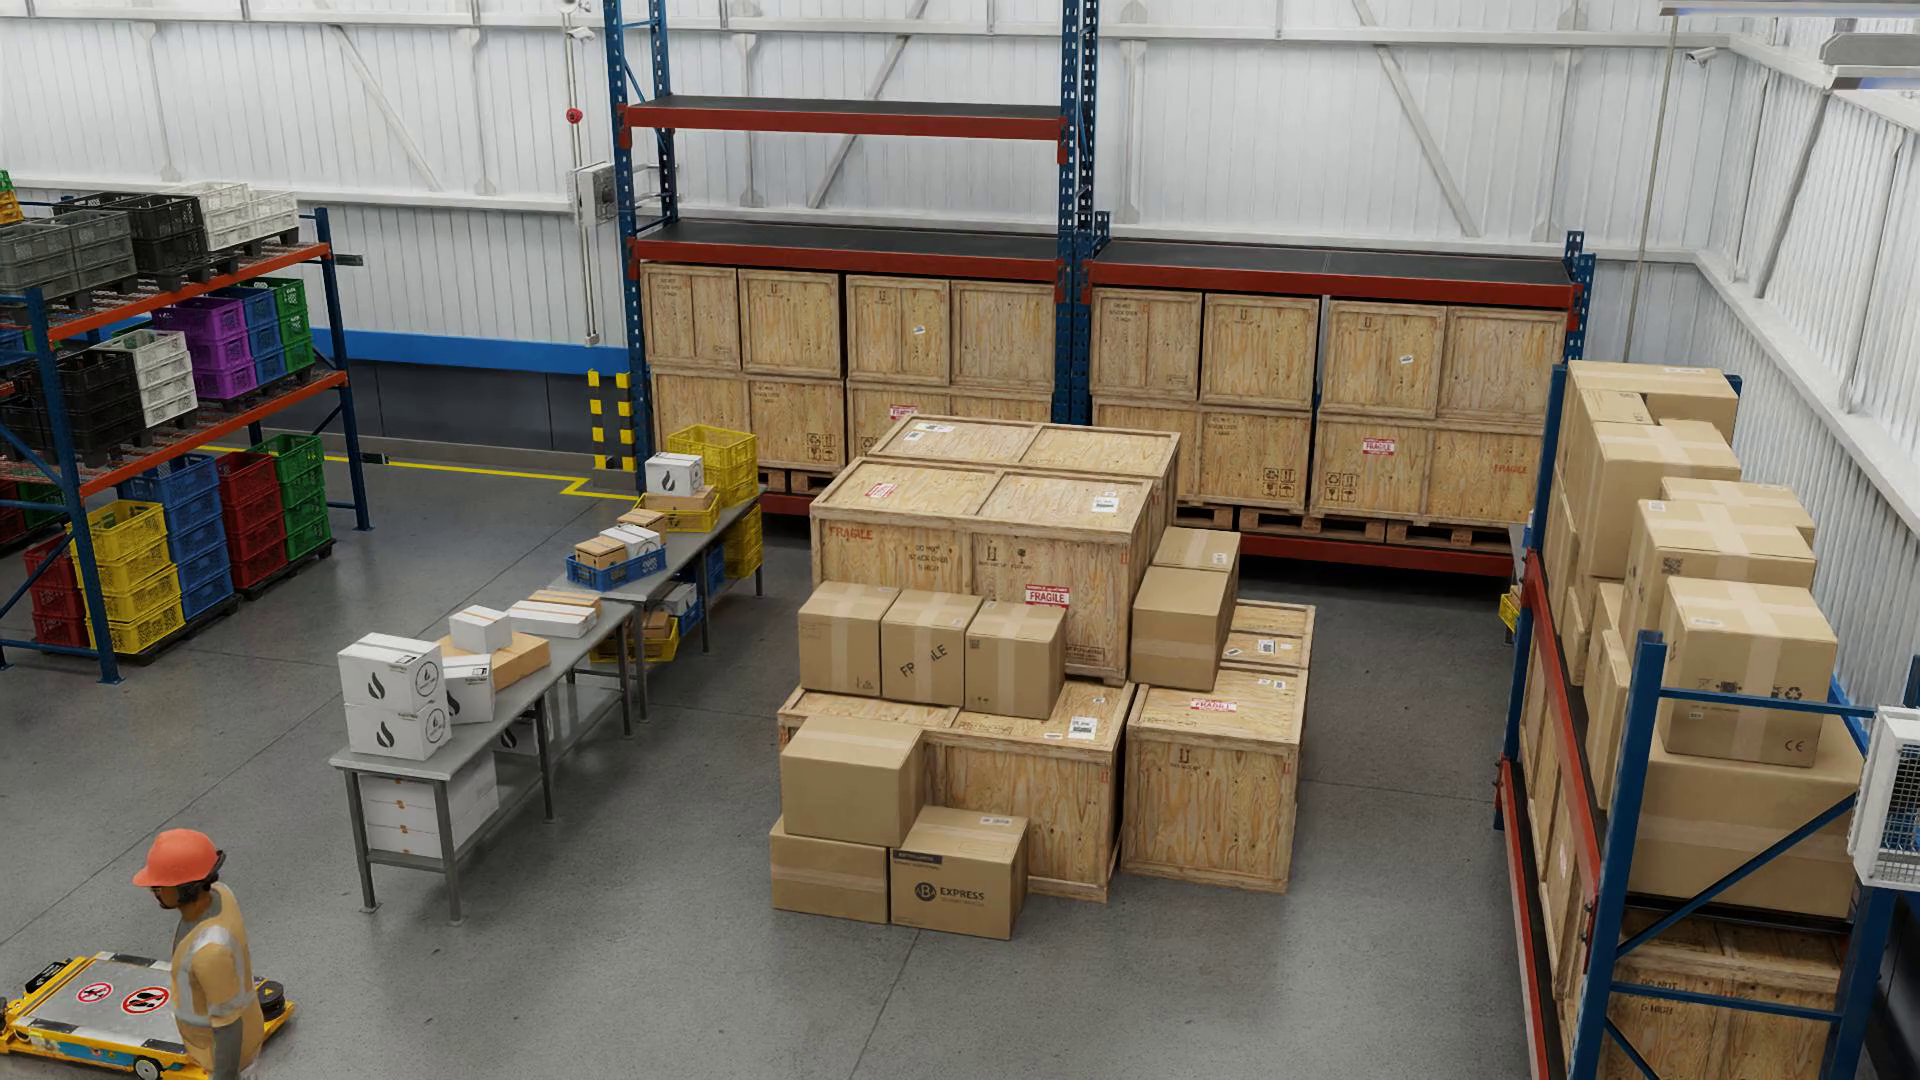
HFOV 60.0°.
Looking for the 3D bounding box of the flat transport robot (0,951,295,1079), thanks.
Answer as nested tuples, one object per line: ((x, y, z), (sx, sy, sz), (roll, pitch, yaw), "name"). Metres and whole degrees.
((-4.270, 2.464, 8.601), (1.431, 0.231, 0.659), (5, 22, 13), "flat transport robot")

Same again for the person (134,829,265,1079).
((-3.130, 2.121, 7.014), (0.374, 2.044, 0.604), (-9, 23, -23), "person")
